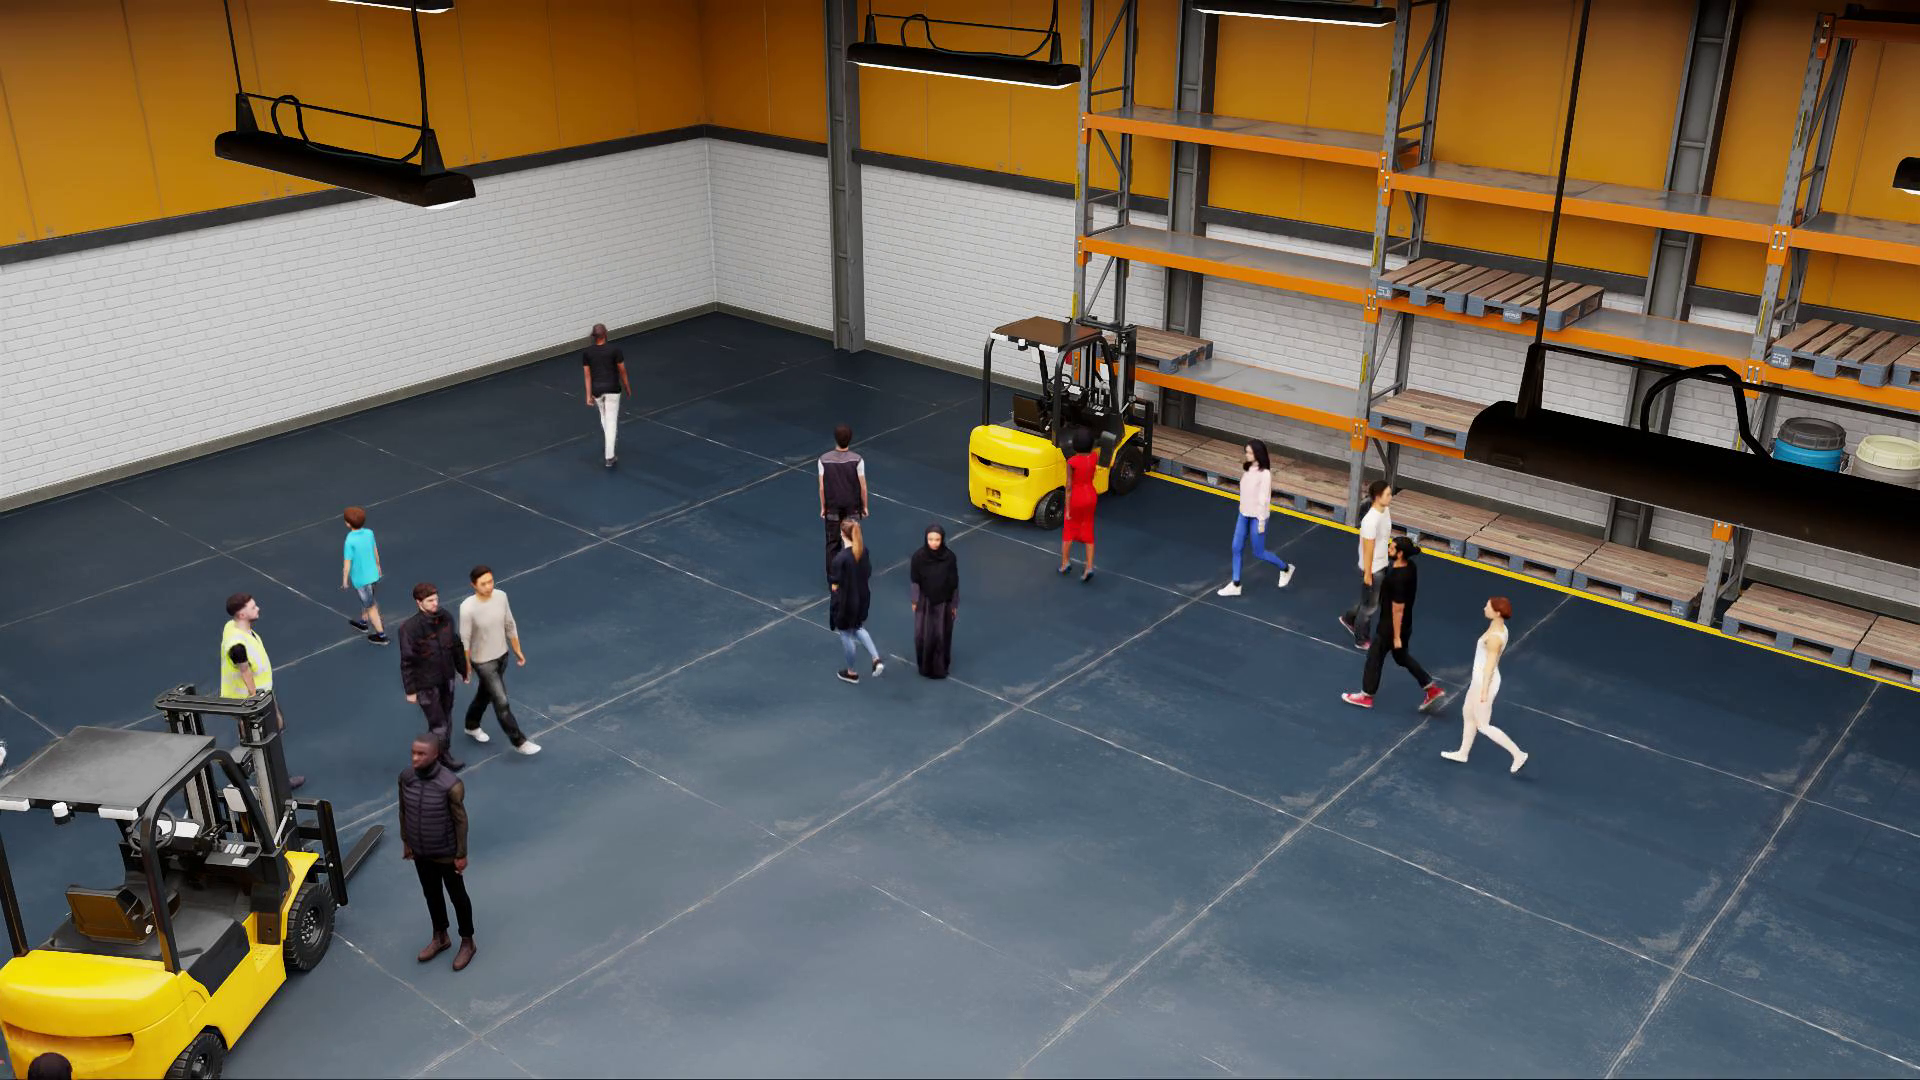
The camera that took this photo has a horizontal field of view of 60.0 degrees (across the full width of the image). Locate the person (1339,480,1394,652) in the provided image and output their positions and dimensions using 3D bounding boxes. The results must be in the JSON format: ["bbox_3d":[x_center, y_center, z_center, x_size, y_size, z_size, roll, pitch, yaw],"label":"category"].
[{"bbox_3d":[3.950,0.232,16.216,0.780,1.796,0.730,13,27,27],"label":"person"}]

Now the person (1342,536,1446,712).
[{"bbox_3d":[4.017,0.782,15.036,1.185,1.732,0.802,11,26,24],"label":"person"}]

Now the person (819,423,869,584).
[{"bbox_3d":[-1.228,-0.345,17.471,0.721,1.848,0.807,0,24,1],"label":"person"}]

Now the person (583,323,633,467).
[{"bbox_3d":[-4.451,-1.782,20.884,1.254,1.747,1.222,1,24,3],"label":"person"}]

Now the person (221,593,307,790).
[{"bbox_3d":[-5.906,1.291,13.747,0.951,1.833,0.900,-9,25,-20],"label":"person"}]

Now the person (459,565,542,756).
[{"bbox_3d":[-4.157,1.011,14.474,1.159,1.763,0.781,14,27,29],"label":"person"}]

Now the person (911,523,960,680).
[{"bbox_3d":[-0.237,0.536,15.760,0.814,1.603,0.874,-3,24,-6],"label":"person"}]

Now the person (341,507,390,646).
[{"bbox_3d":[-5.806,0.360,16.374,0.866,1.434,0.685,9,25,20],"label":"person"}]

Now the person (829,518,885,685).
[{"bbox_3d":[-0.946,0.608,15.508,0.755,1.672,0.607,18,30,36],"label":"person"}]

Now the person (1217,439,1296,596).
[{"bbox_3d":[3.144,-0.216,17.311,1.073,1.739,1.114,-7,25,-15],"label":"person"}]

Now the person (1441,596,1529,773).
[{"bbox_3d":[4.543,1.245,14.112,1.000,1.623,0.727,10,25,21],"label":"person"}]

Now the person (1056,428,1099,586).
[{"bbox_3d":[1.325,-0.341,17.602,0.707,1.734,0.826,-13,27,-28],"label":"person"}]

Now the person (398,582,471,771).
[{"bbox_3d":[-4.515,1.168,14.036,0.739,1.826,0.814,8,25,18],"label":"person"}]

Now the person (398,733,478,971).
[{"bbox_3d":[-3.681,2.171,11.729,0.653,1.836,0.823,8,25,17],"label":"person"}]
